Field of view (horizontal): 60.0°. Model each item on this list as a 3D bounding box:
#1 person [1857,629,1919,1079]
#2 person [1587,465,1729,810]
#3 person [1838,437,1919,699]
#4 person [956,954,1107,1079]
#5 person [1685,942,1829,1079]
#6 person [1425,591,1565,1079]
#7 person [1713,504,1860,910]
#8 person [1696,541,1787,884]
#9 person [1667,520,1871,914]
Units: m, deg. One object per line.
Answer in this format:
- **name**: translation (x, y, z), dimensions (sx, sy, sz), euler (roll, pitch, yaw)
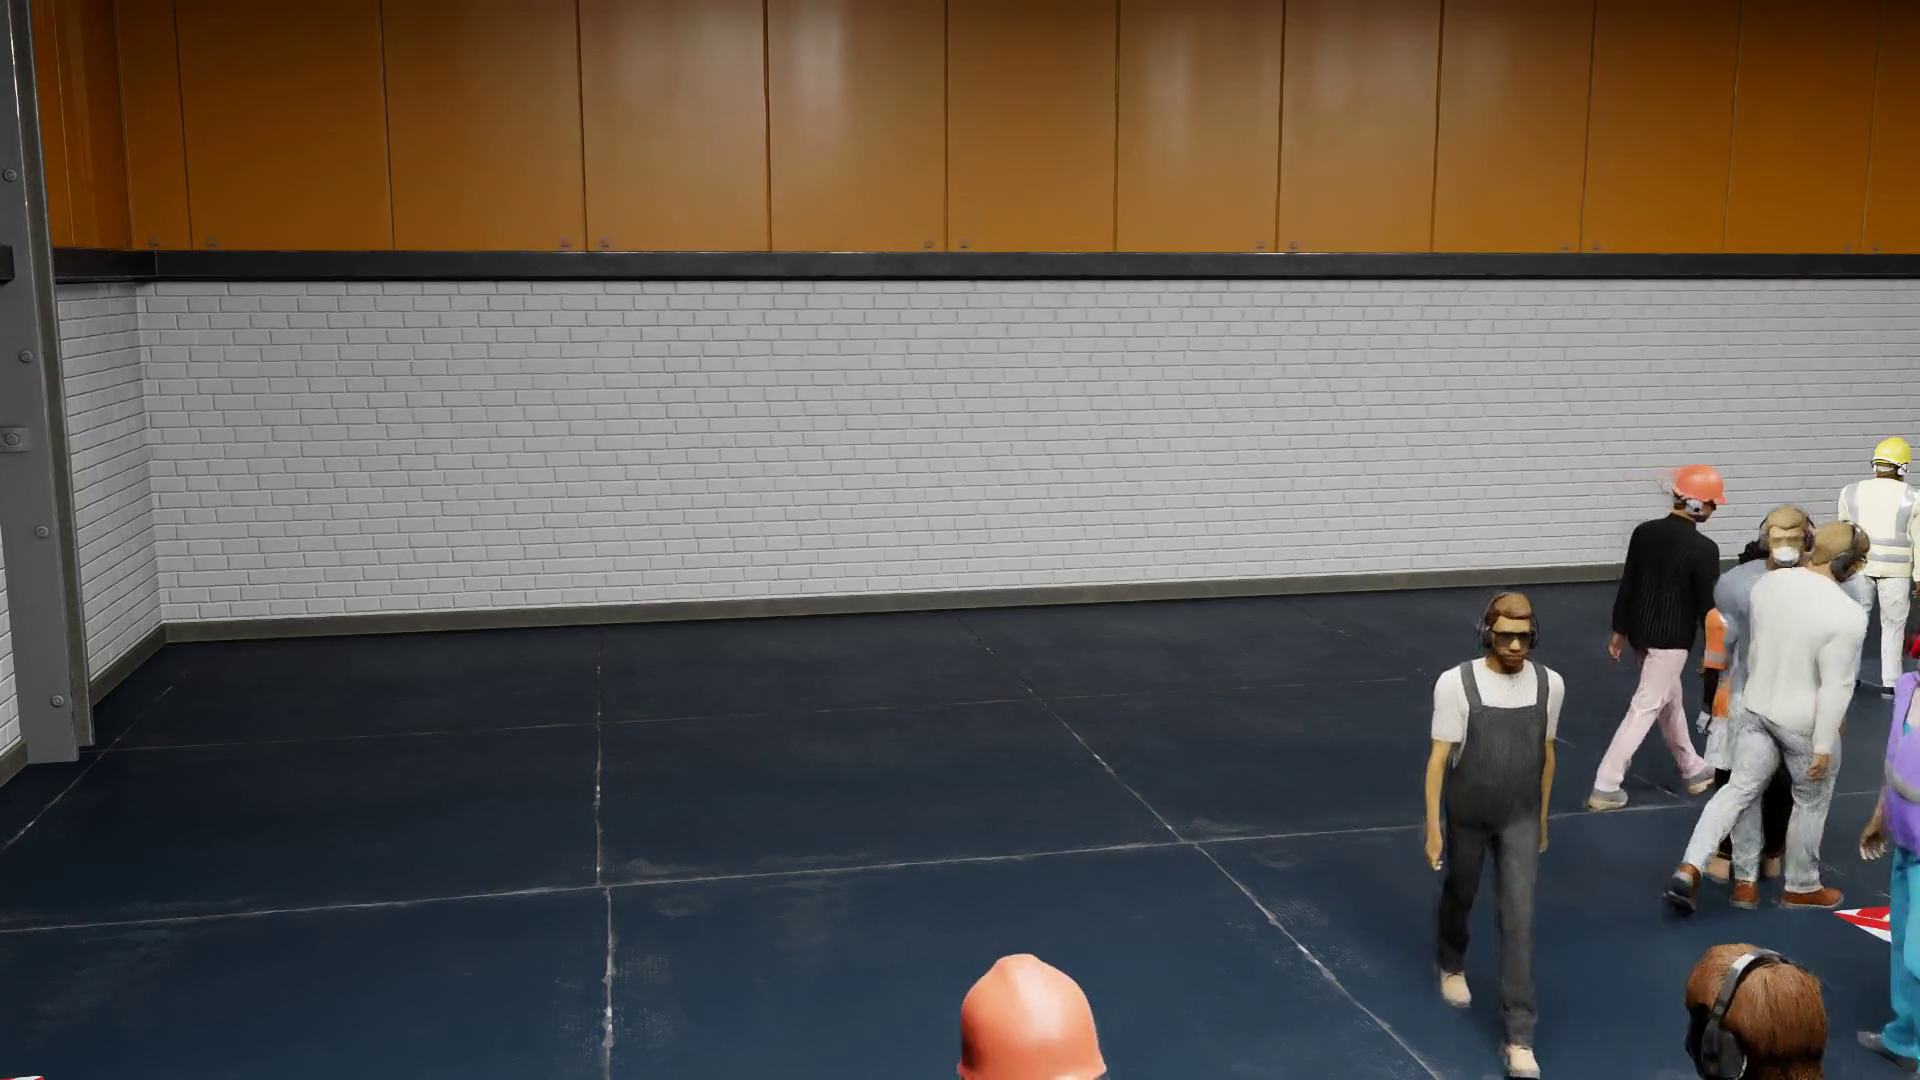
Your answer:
- **person**: translation (3.531, 1.131, 6.032), dimensions (0.383, 1.807, 0.725), euler (2, 9, 10)
- **person**: translation (3.933, 0.539, 9.219), dimensions (1.003, 1.935, 0.624), euler (-3, 10, -15)
- **person**: translation (6.447, 0.193, 11.629), dimensions (0.404, 1.831, 0.600), euler (-9, 13, -44)
- **person**: translation (0.153, 1.613, 2.744), dimensions (0.571, 1.906, 0.636), euler (-1, 9, -6)
- **person**: translation (1.345, 1.607, 3.122), dimensions (0.627, 1.799, 0.932), euler (-6, 11, -31)
- **person**: translation (2.053, 1.069, 6.441), dimensions (0.531, 1.794, 1.006), euler (1, 9, 3)
- **person**: translation (3.927, 0.755, 7.979), dimensions (0.629, 1.914, 0.817), euler (5, 11, 28)
- **person**: translation (3.853, 0.841, 8.100), dimensions (0.535, 1.697, 0.318), euler (0, 9, -2)
- **person**: translation (3.712, 0.835, 7.568), dimensions (0.924, 1.889, 0.665), euler (-4, 10, -21)
